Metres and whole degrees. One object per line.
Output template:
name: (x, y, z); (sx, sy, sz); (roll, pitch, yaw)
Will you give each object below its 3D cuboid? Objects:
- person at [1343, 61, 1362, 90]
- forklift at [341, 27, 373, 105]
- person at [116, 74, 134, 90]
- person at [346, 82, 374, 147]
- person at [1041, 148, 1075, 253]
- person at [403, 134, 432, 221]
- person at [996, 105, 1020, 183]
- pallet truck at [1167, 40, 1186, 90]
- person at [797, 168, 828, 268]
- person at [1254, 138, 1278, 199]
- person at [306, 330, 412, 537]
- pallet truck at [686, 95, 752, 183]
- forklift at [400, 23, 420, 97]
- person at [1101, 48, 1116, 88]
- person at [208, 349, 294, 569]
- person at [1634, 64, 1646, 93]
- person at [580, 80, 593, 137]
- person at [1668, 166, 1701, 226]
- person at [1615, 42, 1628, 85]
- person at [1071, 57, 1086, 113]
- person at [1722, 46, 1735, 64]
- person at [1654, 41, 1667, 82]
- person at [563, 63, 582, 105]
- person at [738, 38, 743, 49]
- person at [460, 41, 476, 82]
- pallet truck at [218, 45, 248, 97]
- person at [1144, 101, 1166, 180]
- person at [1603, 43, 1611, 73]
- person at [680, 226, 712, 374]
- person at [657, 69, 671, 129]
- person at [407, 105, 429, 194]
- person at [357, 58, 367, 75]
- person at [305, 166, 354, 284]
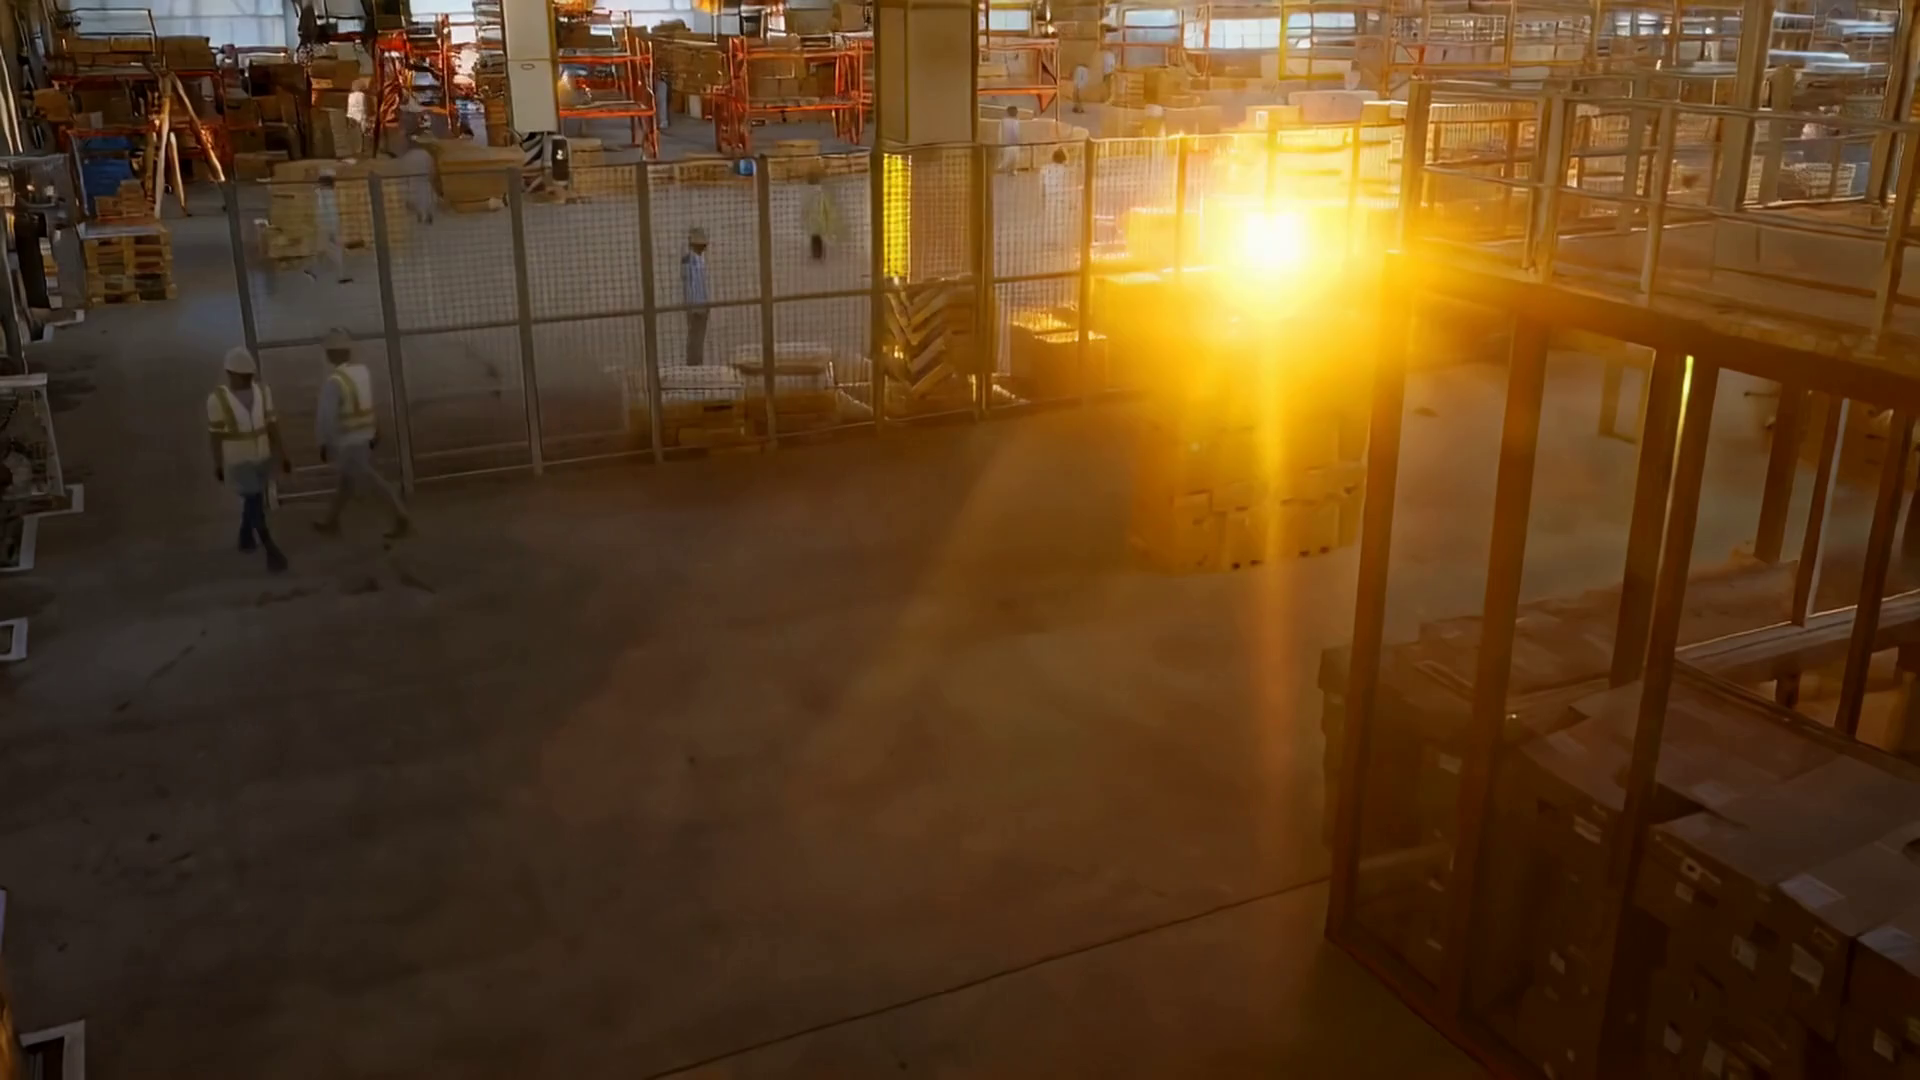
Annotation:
person: (13.137, -15.052, 55.708); (0.630, 1.945, 0.426); (-3, 19, -8)
forklift: (-22.275, -17.346, 60.954); (1.873, 2.768, 1.129); (-9, 21, -25)
person: (-29.478, -16.100, 58.764); (0.354, 1.939, 0.545); (13, 23, 33)
person: (-16.969, -11.993, 46.979); (0.754, 1.863, 0.592); (1, 19, 2)
person: (1.771, -6.103, 29.926); (0.629, 1.846, 0.429); (6, 20, 16)
person: (-10.907, -7.291, 33.498); (0.536, 1.747, 0.654); (-10, 21, -26)
person: (1.186, -9.415, 39.549); (0.640, 1.830, 0.608); (-17, 25, -41)
pallet truck: (9.045, -19.971, 69.895); (0.823, 1.965, 1.885); (-3, 19, -8)
person: (-2.580, -5.504, 28.434); (0.709, 1.668, 0.557); (14, 24, 36)
person: (5.691, -6.508, 30.994); (0.440, 1.925, 0.631); (13, 23, 33)
person: (-5.451, -0.934, 14.871); (0.999, 1.894, 0.617); (0, 19, 0)
pallet truck: (-5.836, -9.608, 39.856); (0.823, 1.965, 1.885); (10, 22, 27)
forklift: (-21.867, -18.833, 65.262); (1.873, 2.768, 1.129); (1, 19, 2)
person: (6.307, -19.969, 70.386); (0.602, 1.657, 0.347); (7, 20, 20)
person: (-6.065, -0.715, 14.253); (1.002, 1.882, 0.549); (13, 23, 34)
person: (23.870, -15.838, 58.395); (0.485, 1.676, 0.554); (15, 24, 37)
person: (-11.251, -12.988, 50.109); (0.609, 1.703, 0.504); (8, 20, 21)
person: (11.637, -5.101, 26.955); (0.925, 1.885, 0.594); (8, 20, 21)
person: (28.452, -20.459, 71.510); (0.667, 1.861, 0.818); (1, 19, 3)
person: (4.161, -16.036, 58.607); (0.554, 1.919, 0.505); (-11, 22, -29)
person: (31.370, -19.302, 68.169); (0.647, 1.849, 0.987); (-9, 21, -24)
person: (31.263, -21.346, 74.151); (0.566, 1.824, 0.540); (-10, 22, -27)
person: (-13.194, -15.422, 56.833); (0.763, 1.923, 0.641); (18, 26, 42)
person: (-9.958, -21.732, 75.196); (0.613, 1.871, 0.958); (-7, 20, -18)
person: (-20.806, -20.108, 70.392); (0.648, 1.926, 0.446); (-3, 19, -8)
pallet truck: (-28.879, -18.665, 66.111); (0.823, 1.965, 1.885); (-3, 19, -9)
person: (4.704, -9.630, 40.125); (0.532, 1.861, 0.306); (7, 20, 19)
person: (28.774, -21.426, 74.115); (0.879, 1.986, 0.625); (18, 26, 41)
person: (-3.169, -2.815, 20.182); (0.393, 1.985, 0.611); (3, 19, 9)
person: (-9.450, -14.043, 52.942); (0.349, 1.846, 0.506); (5, 20, 15)
person: (-12.174, -8.850, 37.709); (0.933, 1.955, 0.652); (-15, 24, -37)
person: (-22.766, -17.439, 63.116); (0.547, 1.609, 0.680); (11, 22, 29)
person: (-10.242, -5.050, 26.795); (0.604, 1.901, 0.706); (14, 23, 34)
